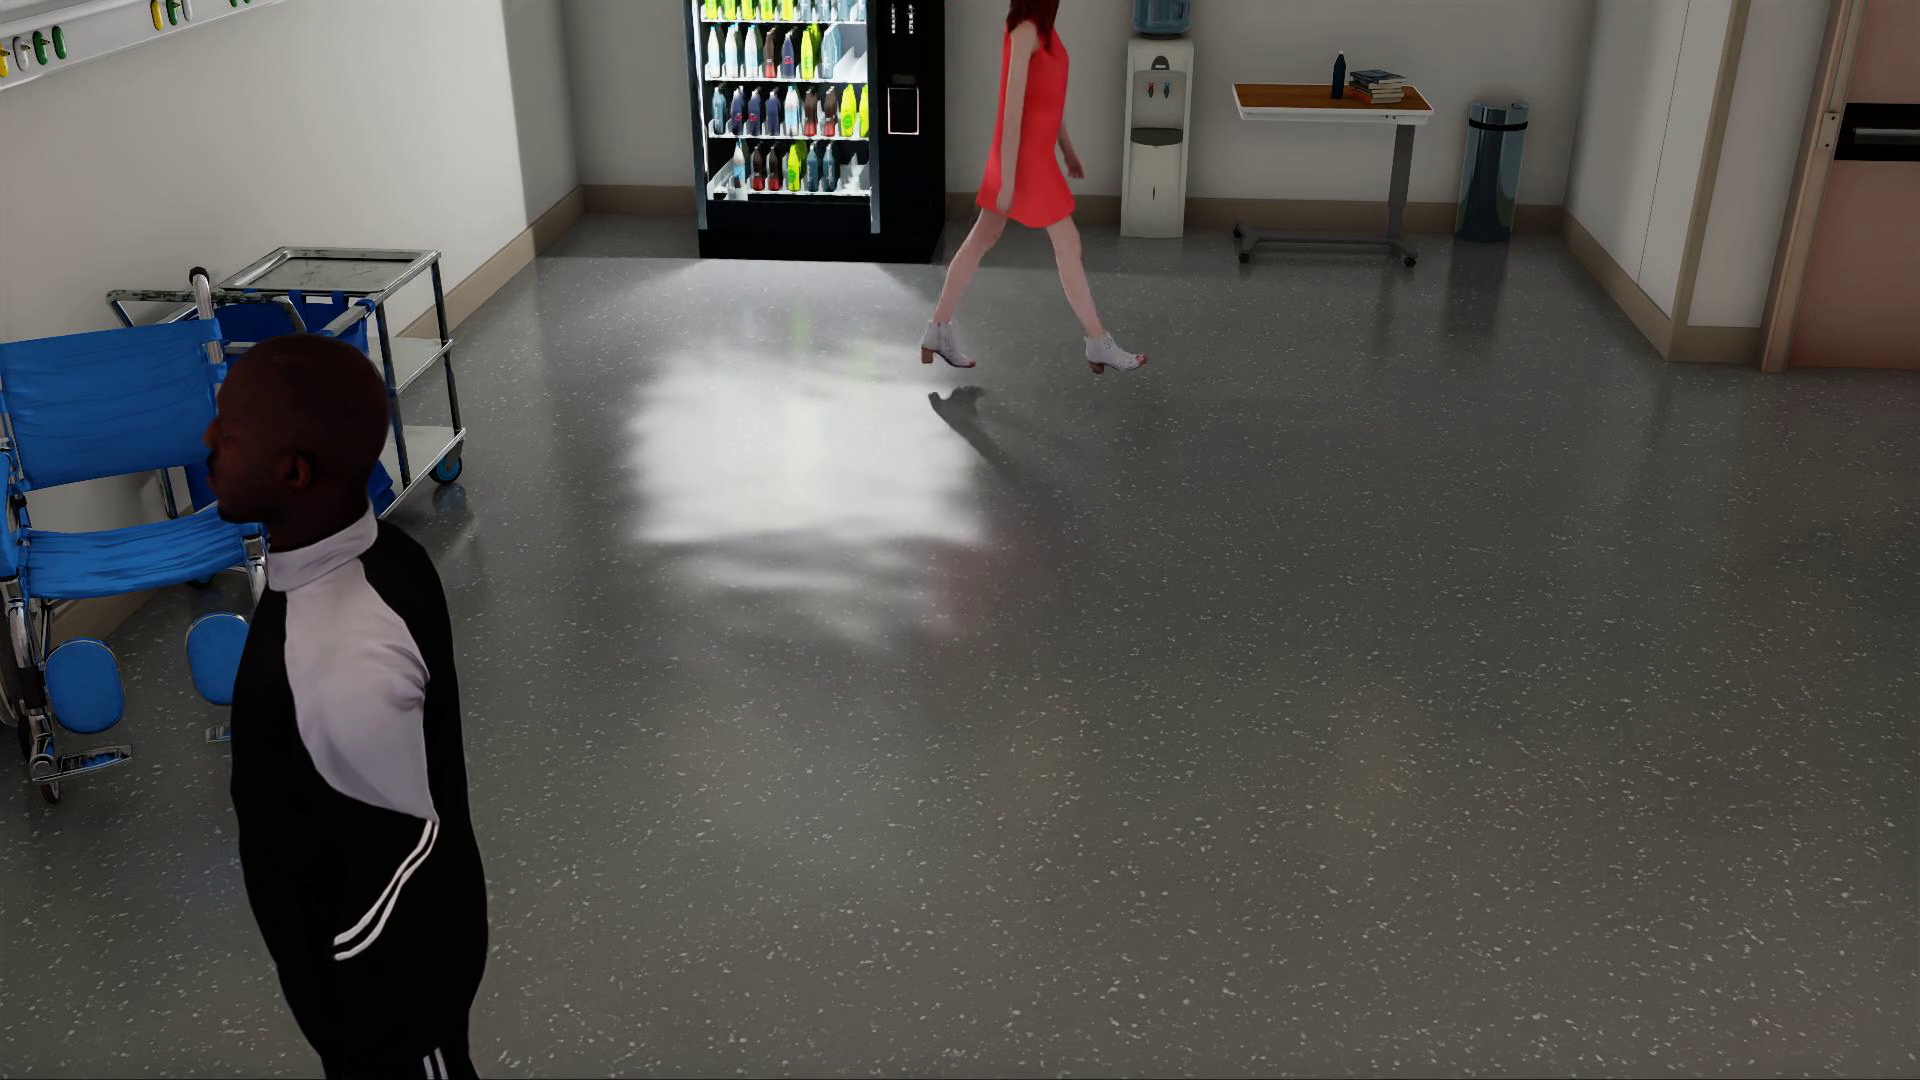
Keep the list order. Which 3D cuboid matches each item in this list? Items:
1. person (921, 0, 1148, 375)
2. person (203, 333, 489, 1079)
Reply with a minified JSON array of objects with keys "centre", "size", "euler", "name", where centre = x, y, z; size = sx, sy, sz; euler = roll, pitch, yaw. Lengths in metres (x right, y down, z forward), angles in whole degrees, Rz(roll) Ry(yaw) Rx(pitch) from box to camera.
[{"centre":[0.159,-1.461,6.662],"size":[1.170,1.761,0.628],"euler":[1,26,2],"name":"person"},{"centre":[-0.802,0.572,2.368],"size":[0.687,1.828,0.734],"euler":[-7,27,-15],"name":"person"}]
